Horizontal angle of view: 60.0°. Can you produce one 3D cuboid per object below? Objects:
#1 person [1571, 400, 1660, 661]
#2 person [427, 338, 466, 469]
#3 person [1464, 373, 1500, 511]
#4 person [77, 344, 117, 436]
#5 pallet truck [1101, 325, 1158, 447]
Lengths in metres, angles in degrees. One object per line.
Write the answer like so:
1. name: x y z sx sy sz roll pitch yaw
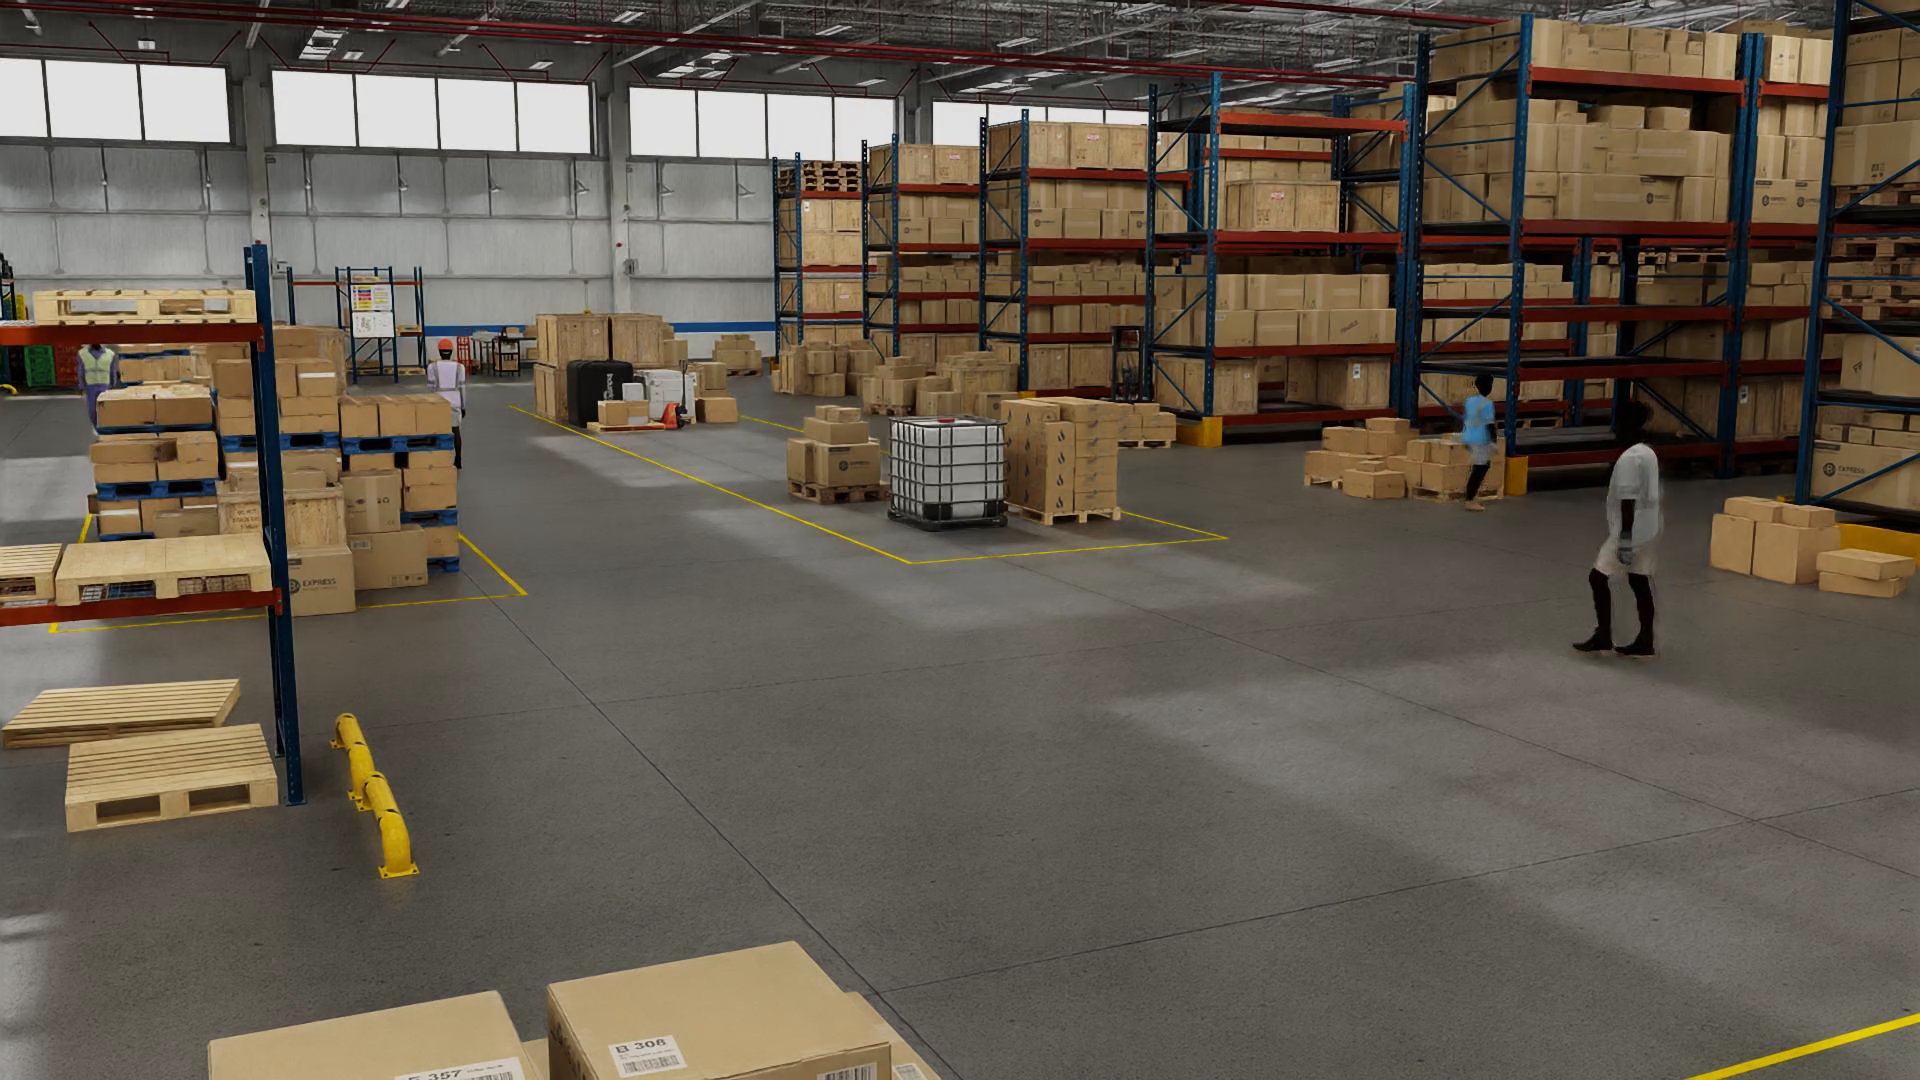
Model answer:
1. person: 4.909 -0.073 12.424 0.717 1.938 0.641 7 12 38
2. person: -7.524 -1.992 24.407 0.544 1.932 0.375 -4 10 -25
3. person: 6.312 -1.181 20.121 0.466 1.677 0.555 -1 9 -6
4. person: -14.848 -2.669 28.653 0.618 1.906 0.539 -5 10 -27
5. pallet truck: 2.881 -2.596 27.923 0.823 1.965 1.885 -1 9 -7
